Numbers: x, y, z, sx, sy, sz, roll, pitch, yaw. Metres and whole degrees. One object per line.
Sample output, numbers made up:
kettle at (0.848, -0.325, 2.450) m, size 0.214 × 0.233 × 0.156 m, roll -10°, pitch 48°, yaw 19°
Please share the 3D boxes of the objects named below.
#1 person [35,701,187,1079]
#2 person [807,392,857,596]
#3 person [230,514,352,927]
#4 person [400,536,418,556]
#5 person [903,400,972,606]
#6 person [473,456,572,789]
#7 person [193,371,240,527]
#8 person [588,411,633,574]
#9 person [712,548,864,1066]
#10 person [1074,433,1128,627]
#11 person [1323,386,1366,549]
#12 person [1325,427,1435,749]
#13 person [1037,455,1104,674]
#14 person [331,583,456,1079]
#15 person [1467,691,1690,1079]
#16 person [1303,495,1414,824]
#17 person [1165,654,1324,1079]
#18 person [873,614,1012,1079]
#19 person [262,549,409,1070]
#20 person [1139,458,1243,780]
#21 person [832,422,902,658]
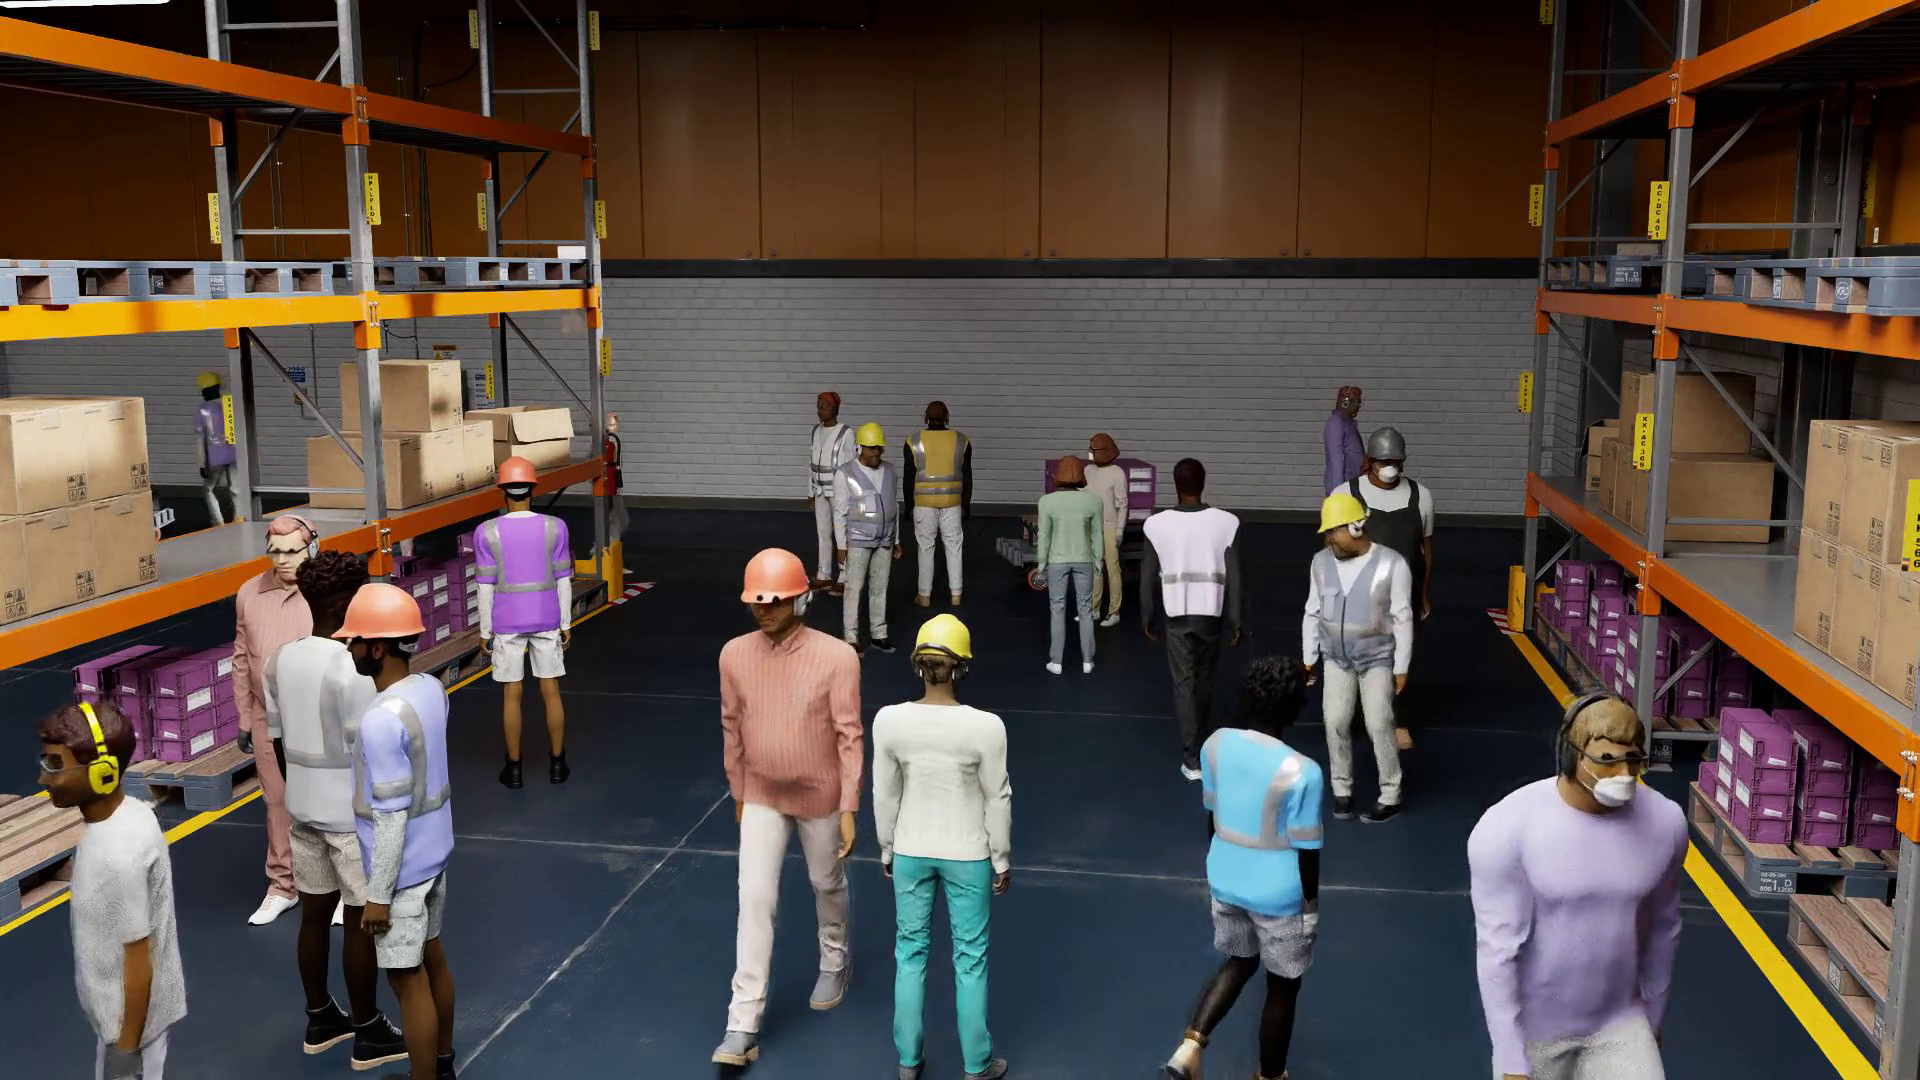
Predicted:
person at (-2.291, 1.341, 4.577) m, size 0.381 × 1.854 × 0.635 m, roll -6°, pitch 11°, yaw -32°
person at (-1.199, -0.429, 15.383) m, size 0.577 × 1.883 × 0.353 m, roll 8°, pitch 12°, yaw 40°
person at (-3.012, 0.822, 7.604) m, size 0.640 × 1.905 × 0.410 m, roll 0°, pitch 9°, yaw 2°
person at (-4.928, -0.335, 14.453) m, size 0.611 × 1.996 × 0.379 m, roll -3°, pitch 10°, yaw -15°
person at (-0.204, -0.326, 14.871) m, size 0.627 × 1.843 × 0.429 m, roll -1°, pitch 9°, yaw -9°
person at (-2.525, 0.478, 9.648) m, size 0.543 × 1.928 × 0.372 m, roll -4°, pitch 10°, yaw -21°
person at (-8.091, -0.899, 18.226) m, size 0.557 × 1.898 × 0.631 m, roll 9°, pitch 13°, yaw 43°
person at (-3.455, -0.459, 16.354) m, size 0.417 × 1.621 × 0.534 m, roll 1°, pitch 9°, yaw 4°
person at (-0.657, 0.992, 6.450) m, size 0.624 × 1.945 × 1.018 m, roll 2°, pitch 9°, yaw 13°
person at (1.202, -0.088, 14.047) m, size 0.286 × 1.632 × 0.500 m, roll -7°, pitch 12°, yaw -38°
person at (3.676, -0.523, 15.901) m, size 0.407 × 1.904 × 0.639 m, roll 3°, pitch 10°, yaw 18°
person at (2.627, 0.304, 10.374) m, size 0.688 × 2.000 × 0.539 m, roll 0°, pitch 9°, yaw 1°
person at (0.820, 0.184, 12.367) m, size 0.507 × 1.631 × 0.268 m, roll -1°, pitch 9°, yaw -4°
person at (-1.947, 1.104, 5.755) m, size 0.361 × 1.938 × 0.545 m, roll 0°, pitch 9°, yaw -2°
person at (1.662, 1.340, 4.385) m, size 0.635 × 1.905 × 0.836 m, roll -1°, pitch 9°, yaw -5°
person at (2.174, 0.645, 9.087) m, size 0.614 × 1.790 × 0.408 m, roll 8°, pitch 12°, yaw 39°
person at (1.019, 1.224, 5.795) m, size 0.473 × 1.678 × 0.542 m, roll -7°, pitch 12°, yaw -37°
person at (-0.058, 1.143, 6.071) m, size 0.522 × 1.761 × 0.321 m, roll 3°, pitch 10°, yaw 16°
person at (-2.332, 1.006, 6.271) m, size 0.600 × 1.967 × 0.368 m, roll 6°, pitch 11°, yaw 33°
person at (1.384, 0.443, 10.055) m, size 0.600 × 1.860 × 0.997 m, roll 0°, pitch 9°, yaw 0°
person at (-0.701, -0.004, 12.925) m, size 0.599 × 1.827 × 0.404 m, roll -7°, pitch 11°, yaw -36°
